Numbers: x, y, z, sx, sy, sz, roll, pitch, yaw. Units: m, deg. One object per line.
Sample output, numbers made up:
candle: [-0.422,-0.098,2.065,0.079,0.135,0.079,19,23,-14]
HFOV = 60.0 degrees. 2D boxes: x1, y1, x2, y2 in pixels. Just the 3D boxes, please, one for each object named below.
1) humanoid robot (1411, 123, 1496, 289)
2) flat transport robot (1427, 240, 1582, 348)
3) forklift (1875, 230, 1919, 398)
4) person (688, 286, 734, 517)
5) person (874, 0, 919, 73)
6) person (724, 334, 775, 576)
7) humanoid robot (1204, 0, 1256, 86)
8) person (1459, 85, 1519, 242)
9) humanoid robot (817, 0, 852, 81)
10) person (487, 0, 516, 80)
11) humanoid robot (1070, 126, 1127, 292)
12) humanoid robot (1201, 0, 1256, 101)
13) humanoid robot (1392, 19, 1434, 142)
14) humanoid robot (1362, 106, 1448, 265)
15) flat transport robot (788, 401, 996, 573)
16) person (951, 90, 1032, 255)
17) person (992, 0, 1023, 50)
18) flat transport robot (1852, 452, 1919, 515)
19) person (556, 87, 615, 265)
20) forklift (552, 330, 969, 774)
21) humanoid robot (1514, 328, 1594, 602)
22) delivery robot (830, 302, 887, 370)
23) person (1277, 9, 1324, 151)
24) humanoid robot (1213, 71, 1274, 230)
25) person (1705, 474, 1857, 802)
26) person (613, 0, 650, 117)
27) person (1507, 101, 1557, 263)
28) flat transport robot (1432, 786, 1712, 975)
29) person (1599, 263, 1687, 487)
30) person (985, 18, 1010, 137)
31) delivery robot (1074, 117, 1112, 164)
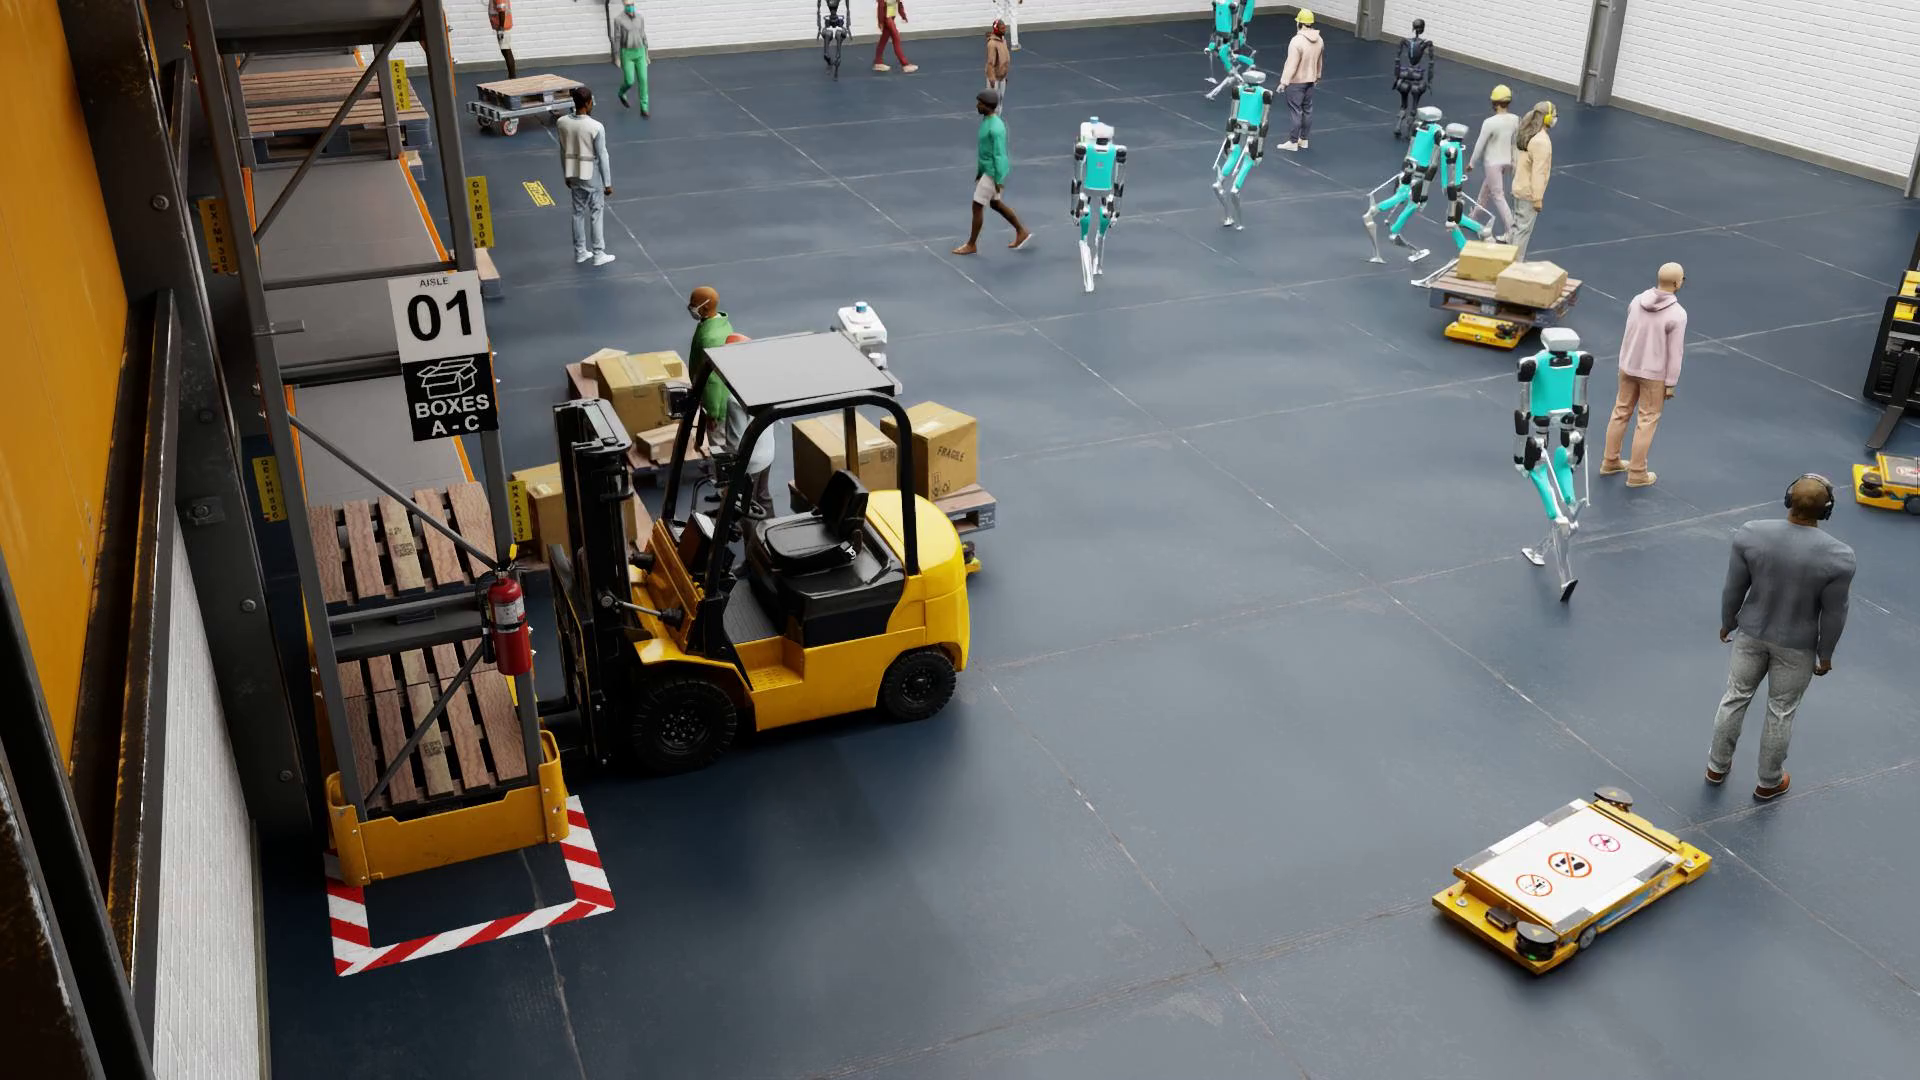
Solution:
humanoid robot: [5.195,-3.371,17.046,0.900,1.753,0.532,7,27,13]
flat transport robot: [5.349,-2.231,16.425,0.659,0.231,1.431,17,31,30]
forklift: [9.029,-2.397,14.618,1.214,2.155,2.313,18,32,32]
person: [-1.808,-1.030,12.366,0.388,1.778,0.534,0,27,0]
person: [-1.066,-8.604,27.472,0.917,1.726,0.497,9,28,17]
person: [-1.472,-0.590,11.525,0.348,1.738,0.572,8,28,16]
humanoid robot: [4.208,-7.947,26.219,1.015,1.755,0.530,14,30,25]
person: [6.096,-4.280,18.888,0.531,1.707,0.938,-16,31,-29]
humanoid robot: [-2.035,-8.311,26.957,0.583,1.647,0.459,0,27,0]
person: [-7.238,-8.110,26.231,0.362,1.963,0.612,-5,27,-9]
humanoid robot: [1.415,-3.474,17.318,0.558,1.824,0.900,1,27,2]
humanoid robot: [4.141,-7.481,25.215,0.977,1.733,0.549,-15,30,-28]
humanoid robot: [6.305,-6.414,23.177,0.601,1.644,0.369,18,32,32]
humanoid robot: [4.674,-3.719,17.758,1.005,1.724,0.538,-8,28,-16]
flat transport robot: [-0.483,-0.069,12.125,0.659,0.231,1.431,-13,29,-24]
person: [0.372,-4.059,18.347,0.909,1.813,0.510,-5,27,-9]
person: [0.835,-9.605,29.298,0.573,1.882,0.361,9,28,16]
flat transport robot: [7.648,-0.365,12.713,1.431,0.231,0.659,11,29,20]
person: [-4.037,-3.913,17.951,0.598,1.909,0.400,11,29,20]
forklift: [-1.094,0.010,9.831,2.313,2.155,1.214,-10,28,-20]
humanoid robot: [4.143,-0.478,11.321,0.556,1.766,0.969,-5,27,-10]
delivery robot: [-0.918,-1.914,15.498,0.499,0.614,0.812,-7,27,-13]
person: [4.665,-6.262,22.664,0.792,1.867,0.409,-22,34,-37]
humanoid robot: [3.200,-4.482,19.306,0.532,1.789,0.812,21,33,35]
person: [4.451,0.534,9.076,0.627,1.934,0.371,22,34,36]
person: [-4.889,-7.210,24.596,0.558,1.822,0.603,-19,32,-33]
person: [5.984,-3.670,17.514,0.399,1.872,0.555,2,27,3]
flat transport robot: [3.165,1.725,8.556,1.431,0.231,0.659,-18,32,-31]
person: [5.294,-1.272,12.846,0.409,1.777,0.519,-16,31,-29]
person: [0.514,-6.451,23.275,0.327,1.651,0.461,14,30,26]
delivery robot: [1.798,-5.387,22.385,0.499,0.595,0.791,1,27,2]
